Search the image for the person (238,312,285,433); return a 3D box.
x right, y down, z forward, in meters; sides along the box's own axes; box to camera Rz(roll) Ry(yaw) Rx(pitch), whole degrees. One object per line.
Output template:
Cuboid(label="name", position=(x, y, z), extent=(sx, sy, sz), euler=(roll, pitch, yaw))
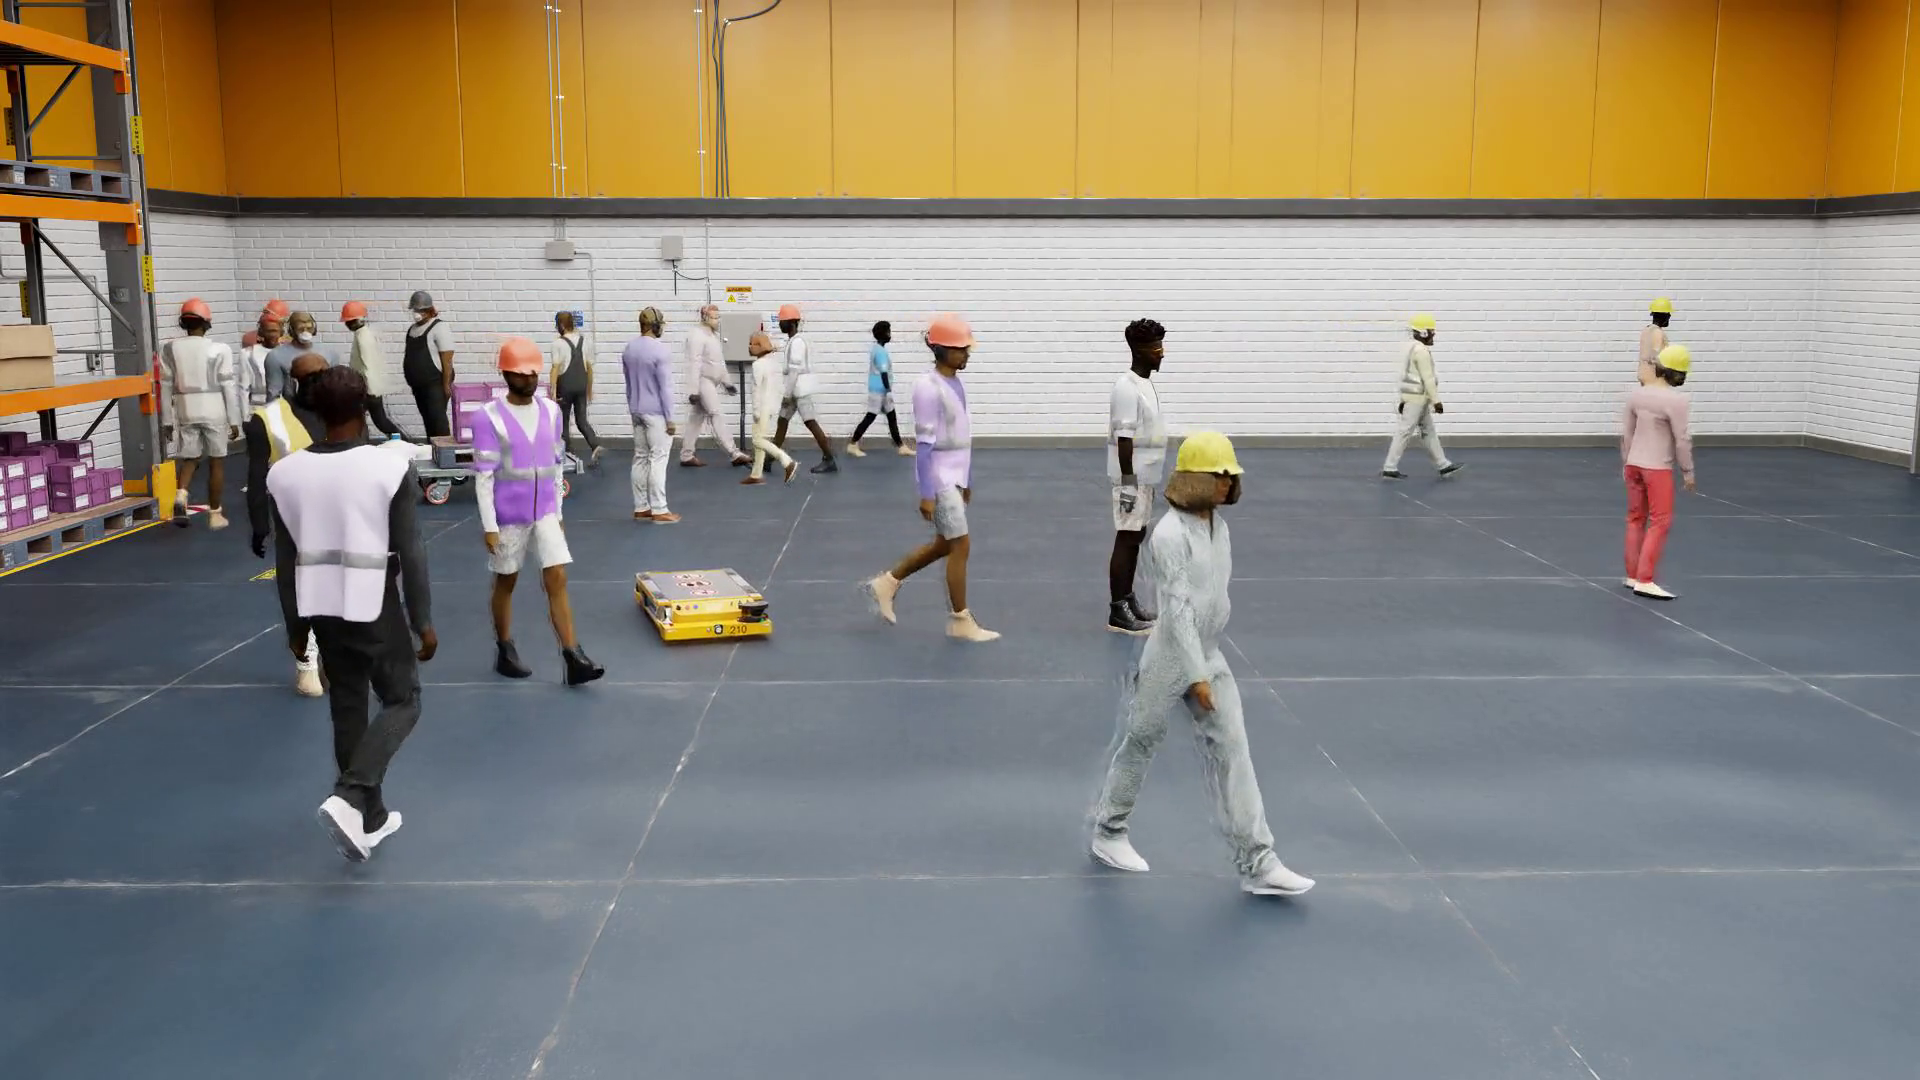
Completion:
Cuboid(label="person", position=(-6.342, -1.164, 15.384), extent=(0.574, 1.869, 0.457), euler=(-6, 11, -34))

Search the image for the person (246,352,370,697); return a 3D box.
Cuboid(label="person", position=(-3.394, -0.075, 8.820), extent=(0.659, 1.825, 0.537), euler=(-7, 12, -38))

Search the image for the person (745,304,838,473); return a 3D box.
Cuboid(label="person", position=(-1.836, -1.657, 18.400), extent=(1.038, 1.874, 0.562), euler=(-2, 10, -13))

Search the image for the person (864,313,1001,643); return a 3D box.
Cuboid(label="person", position=(-0.184, -0.374, 10.141), extent=(0.848, 2.014, 0.615), euler=(3, 10, 18))

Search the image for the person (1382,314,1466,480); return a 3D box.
Cuboid(label="person", position=(4.973, -1.516, 17.781), extent=(0.931, 1.780, 0.597), euler=(1, 9, 7))

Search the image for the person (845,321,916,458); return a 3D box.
Cuboid(label="person", position=(-0.973, -1.800, 19.944), extent=(0.881, 1.650, 0.542), euler=(-1, 9, -5))

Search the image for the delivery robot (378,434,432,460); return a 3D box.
Cuboid(label="delivery robot", position=(-5.843, -0.861, 17.248), extent=(0.707, 0.478, 0.477), euler=(-8, 12, -40))

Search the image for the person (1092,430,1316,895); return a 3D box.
Cuboid(label="person", position=(0.857, 0.443, 6.062), extent=(0.922, 1.692, 0.483), euler=(9, 13, 43))

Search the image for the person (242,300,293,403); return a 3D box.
Cuboid(label="person", position=(-7.414, -1.617, 17.971), extent=(0.601, 1.927, 0.925), euler=(-3, 10, -20))

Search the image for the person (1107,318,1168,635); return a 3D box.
Cuboid(label="person", position=(1.110, -0.403, 10.407), extent=(0.363, 1.963, 0.612), euler=(3, 10, 18))

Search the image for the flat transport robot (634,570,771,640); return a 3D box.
Cuboid(label="flat transport robot", position=(-1.685, 0.391, 10.726), extent=(0.652, 0.197, 1.431), euler=(-3, 10, -18))

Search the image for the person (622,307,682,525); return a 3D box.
Cuboid(label="person", position=(-2.754, -1.103, 14.826), extent=(0.632, 1.934, 0.364), euler=(9, 13, 44))

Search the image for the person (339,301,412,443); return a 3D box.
Cuboid(label="person", position=(-6.461, -1.666, 18.337), extent=(1.009, 1.941, 0.610), euler=(-2, 10, -14))

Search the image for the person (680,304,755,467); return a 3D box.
Cuboid(label="person", position=(-2.777, -1.742, 18.943), extent=(0.967, 1.851, 0.631), euler=(0, 9, 2))

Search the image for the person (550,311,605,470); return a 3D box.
Cuboid(label="person", position=(-4.303, -1.654, 18.598), extent=(0.573, 1.810, 0.776), euler=(-9, 13, -43))

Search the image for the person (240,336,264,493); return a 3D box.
Cuboid(label="person", position=(-7.029, -1.375, 17.148), extent=(0.520, 1.712, 0.863), euler=(2, 10, 14))

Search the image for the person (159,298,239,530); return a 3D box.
Cuboid(label="person", position=(-6.541, -1.059, 14.274), extent=(0.613, 2.024, 0.609), euler=(-1, 9, -5))

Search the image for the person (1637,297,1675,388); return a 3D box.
Cuboid(label="person", position=(8.250, -1.909, 19.764), extent=(0.368, 1.928, 0.585), euler=(1, 9, 6))

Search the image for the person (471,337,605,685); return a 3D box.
Cuboid(label="person", position=(-2.309, -0.136, 8.972), extent=(0.575, 1.890, 0.949), euler=(-8, 12, -42))

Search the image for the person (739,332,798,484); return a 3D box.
Cuboid(label="person", position=(-2.009, -1.361, 17.376), extent=(0.624, 1.616, 0.506), euler=(2, 9, 12))

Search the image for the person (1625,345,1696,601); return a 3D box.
Cuboid(label="person", position=(4.839, -0.475, 11.539), extent=(0.451, 1.740, 0.760), euler=(-2, 10, -13))

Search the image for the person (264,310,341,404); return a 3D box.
Cuboid(label="person", position=(-5.550, -0.992, 14.168), extent=(0.628, 1.926, 0.425), euler=(-8, 12, -41))

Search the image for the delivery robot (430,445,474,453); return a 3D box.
Cuboid(label="delivery robot", position=(-5.263, -0.934, 17.693), extent=(0.477, 0.478, 0.707), euler=(8, 12, 40))

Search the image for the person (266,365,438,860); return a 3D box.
Cuboid(label="person", position=(-2.325, 0.287, 6.350), extent=(0.614, 1.903, 0.645), euler=(1, 9, 8))

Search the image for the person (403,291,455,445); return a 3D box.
Cuboid(label="person", position=(-6.057, -1.824, 18.897), extent=(0.717, 2.000, 0.534), euler=(7, 12, 37))
